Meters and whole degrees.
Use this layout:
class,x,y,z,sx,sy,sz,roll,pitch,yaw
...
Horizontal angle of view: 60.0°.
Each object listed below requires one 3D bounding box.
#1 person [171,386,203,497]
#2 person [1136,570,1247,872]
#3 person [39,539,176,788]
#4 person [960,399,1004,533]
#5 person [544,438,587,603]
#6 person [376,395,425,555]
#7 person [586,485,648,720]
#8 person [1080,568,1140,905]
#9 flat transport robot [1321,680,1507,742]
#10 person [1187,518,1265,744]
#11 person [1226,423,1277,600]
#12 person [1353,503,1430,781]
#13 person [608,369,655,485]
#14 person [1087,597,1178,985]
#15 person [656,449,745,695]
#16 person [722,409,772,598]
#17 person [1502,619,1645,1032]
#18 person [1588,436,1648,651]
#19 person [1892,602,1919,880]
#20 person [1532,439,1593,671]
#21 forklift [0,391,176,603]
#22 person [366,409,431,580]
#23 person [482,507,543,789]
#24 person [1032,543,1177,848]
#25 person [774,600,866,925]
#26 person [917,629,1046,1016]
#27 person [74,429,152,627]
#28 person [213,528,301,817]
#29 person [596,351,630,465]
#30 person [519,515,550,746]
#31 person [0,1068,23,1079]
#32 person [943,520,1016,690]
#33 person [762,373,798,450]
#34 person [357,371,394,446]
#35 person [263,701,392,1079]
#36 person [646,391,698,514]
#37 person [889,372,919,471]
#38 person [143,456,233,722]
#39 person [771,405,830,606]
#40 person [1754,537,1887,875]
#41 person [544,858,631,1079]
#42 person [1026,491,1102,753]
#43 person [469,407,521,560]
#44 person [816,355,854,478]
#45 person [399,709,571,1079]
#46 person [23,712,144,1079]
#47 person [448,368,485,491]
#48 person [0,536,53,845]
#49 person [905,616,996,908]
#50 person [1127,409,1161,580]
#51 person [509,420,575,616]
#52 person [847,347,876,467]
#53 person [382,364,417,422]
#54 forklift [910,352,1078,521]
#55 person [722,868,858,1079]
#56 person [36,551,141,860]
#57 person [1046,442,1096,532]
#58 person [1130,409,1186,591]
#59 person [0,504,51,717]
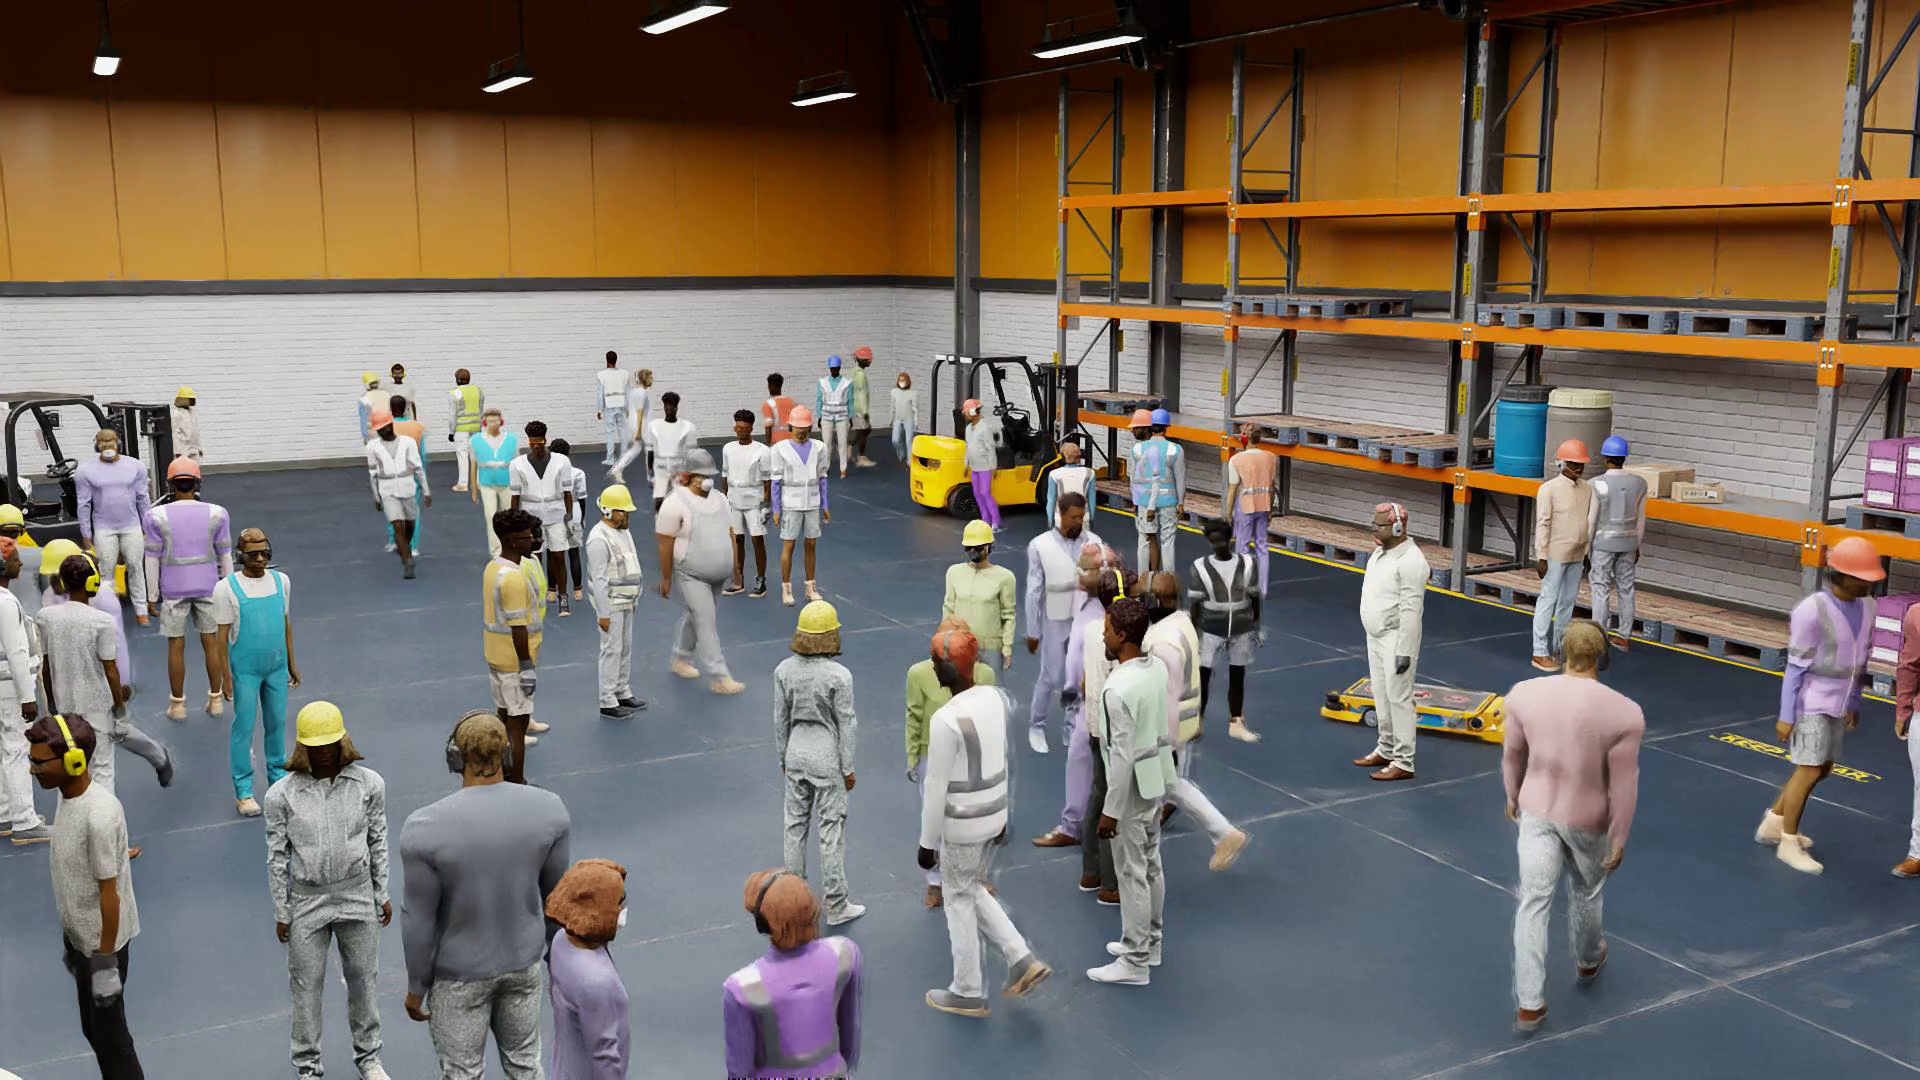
class,x,y,z,sx,sy,sz,roll,pitch,yaw
person,-10.634,-1.250,22.932,0.324,1.739,0.489,2,10,13
person,1.217,1.064,9.402,0.741,1.814,0.629,3,10,16
person,-5.533,0.844,10.721,0.629,1.797,0.718,4,11,23
person,0.247,-0.951,21.293,0.426,1.706,0.606,-6,11,-31
person,-4.071,-0.196,17.007,0.530,1.689,0.321,-4,11,-22
person,-6.661,-0.773,19.736,0.624,1.890,0.662,-9,13,-42
person,-2.644,0.474,12.787,0.403,1.817,0.601,1,10,8
person,0.852,1.074,9.171,0.317,1.870,0.531,-4,10,-19
flat transport robot,3.540,1.272,12.632,1.431,0.197,0.652,6,11,29
person,1.924,0.666,12.103,0.617,1.669,0.318,-1,10,-5
person,2.989,-0.276,17.037,0.561,1.839,0.394,-4,11,-23
person,2.919,0.685,11.347,0.398,1.900,0.635,-2,10,-11
person,-4.936,-1.718,25.441,0.873,1.814,0.517,-4,11,-21
person,0.851,1.228,8.147,0.396,1.919,0.590,5,11,25
person,-2.123,0.204,13.690,1.011,2.000,0.693,8,12,38
person,-2.226,-0.384,17.287,0.610,1.966,0.364,5,11,25
person,2.868,1.297,7.843,0.645,1.886,1.012,6,12,31
person,5.822,0.043,14.877,0.605,1.948,0.404,-2,10,-10
person,5.579,1.014,9.369,0.384,1.929,0.635,-7,12,-33
person,5.192,0.125,14.272,0.624,1.992,0.390,-6,11,-29
forklift,-9.026,-0.363,16.508,1.214,2.155,2.313,6,11,29
person,-6.239,-0.545,18.470,0.632,1.880,0.924,-4,11,-23
person,-2.862,0.761,10.692,0.368,1.967,0.600,-6,11,-29
person,0.930,0.923,10.052,0.930,1.871,0.638,-1,10,-7
person,-0.759,1.182,8.911,0.487,1.744,0.312,5,11,28
person,0.080,1.327,7.719,0.488,1.869,0.577,5,11,28
person,-8.016,-0.103,15.795,0.632,1.930,0.377,-6,12,-32
person,-4.488,0.829,10.653,0.328,1.844,0.513,8,12,37
person,-5.829,-2.222,28.008,0.593,1.920,0.391,-7,12,-35
person,-3.178,0.649,12.160,0.322,1.690,0.544,0,10,-1
person,-2.446,1.912,4.108,0.603,1.957,0.385,4,11,21
person,0.124,0.731,11.441,0.523,1.769,0.317,3,10,18
person,-2.517,-1.339,22.929,0.624,1.907,1.014,-9,13,-42
person,-8.672,-1.618,24.849,0.611,1.806,0.547,-8,12,-38
person,-2.627,1.520,6.968,0.490,1.744,0.295,-6,12,-31
person,-3.426,-0.800,19.739,0.642,1.944,0.421,0,10,3
person,-0.911,-1.931,27.169,0.546,1.615,0.412,4,10,19
person,-5.902,0.373,12.757,0.613,2.029,0.409,-7,12,-34
person,-1.604,-0.349,16.867,0.616,2.040,0.381,-5,11,-26
person,4.970,0.937,9.658,0.666,1.998,0.721,-5,11,-28
person,-1.201,1.835,5.471,0.280,1.633,0.498,-5,11,-27
person,0.746,0.583,11.896,0.610,1.920,0.381,-6,11,-29
person,-5.320,-0.624,19.079,0.576,1.825,0.686,-4,11,-22
person,-1.977,-1.946,26.330,0.602,1.949,0.393,1,10,4
person,-1.734,1.573,6.148,0.641,1.927,0.386,-7,12,-36
person,-3.349,1.566,6.395,0.345,1.857,0.513,-8,13,-40
person,-7.424,-1.652,24.946,0.429,1.844,0.627,7,12,34
person,-5.763,0.908,10.094,0.576,1.882,0.355,8,13,40
person,-0.045,1.203,9.154,0.514,1.619,0.369,-1,10,-7
person,1.934,-0.412,17.531,0.375,1.935,0.551,-2,10,-10
person,-4.098,-0.207,16.329,0.616,1.951,0.388,-2,10,-14
person,-1.654,-2.192,27.544,0.504,2.018,0.626,-2,10,-9
person,-8.693,-1.810,25.816,0.509,1.860,0.334,-2,10,-13
forklift,0.460,-1.461,22.833,2.313,2.155,1.214,-5,11,-28
person,-0.531,1.856,5.442,0.522,1.634,0.630,-6,12,-32
person,-5.084,0.994,9.676,0.510,1.861,0.324,1,10,8
person,1.148,-0.191,17.149,0.519,1.633,0.314,-1,10,-4
person,2.082,-0.405,17.471,0.603,1.945,0.390,4,11,23
person,-6.846,0.617,12.099,0.315,1.769,0.523,9,13,42
